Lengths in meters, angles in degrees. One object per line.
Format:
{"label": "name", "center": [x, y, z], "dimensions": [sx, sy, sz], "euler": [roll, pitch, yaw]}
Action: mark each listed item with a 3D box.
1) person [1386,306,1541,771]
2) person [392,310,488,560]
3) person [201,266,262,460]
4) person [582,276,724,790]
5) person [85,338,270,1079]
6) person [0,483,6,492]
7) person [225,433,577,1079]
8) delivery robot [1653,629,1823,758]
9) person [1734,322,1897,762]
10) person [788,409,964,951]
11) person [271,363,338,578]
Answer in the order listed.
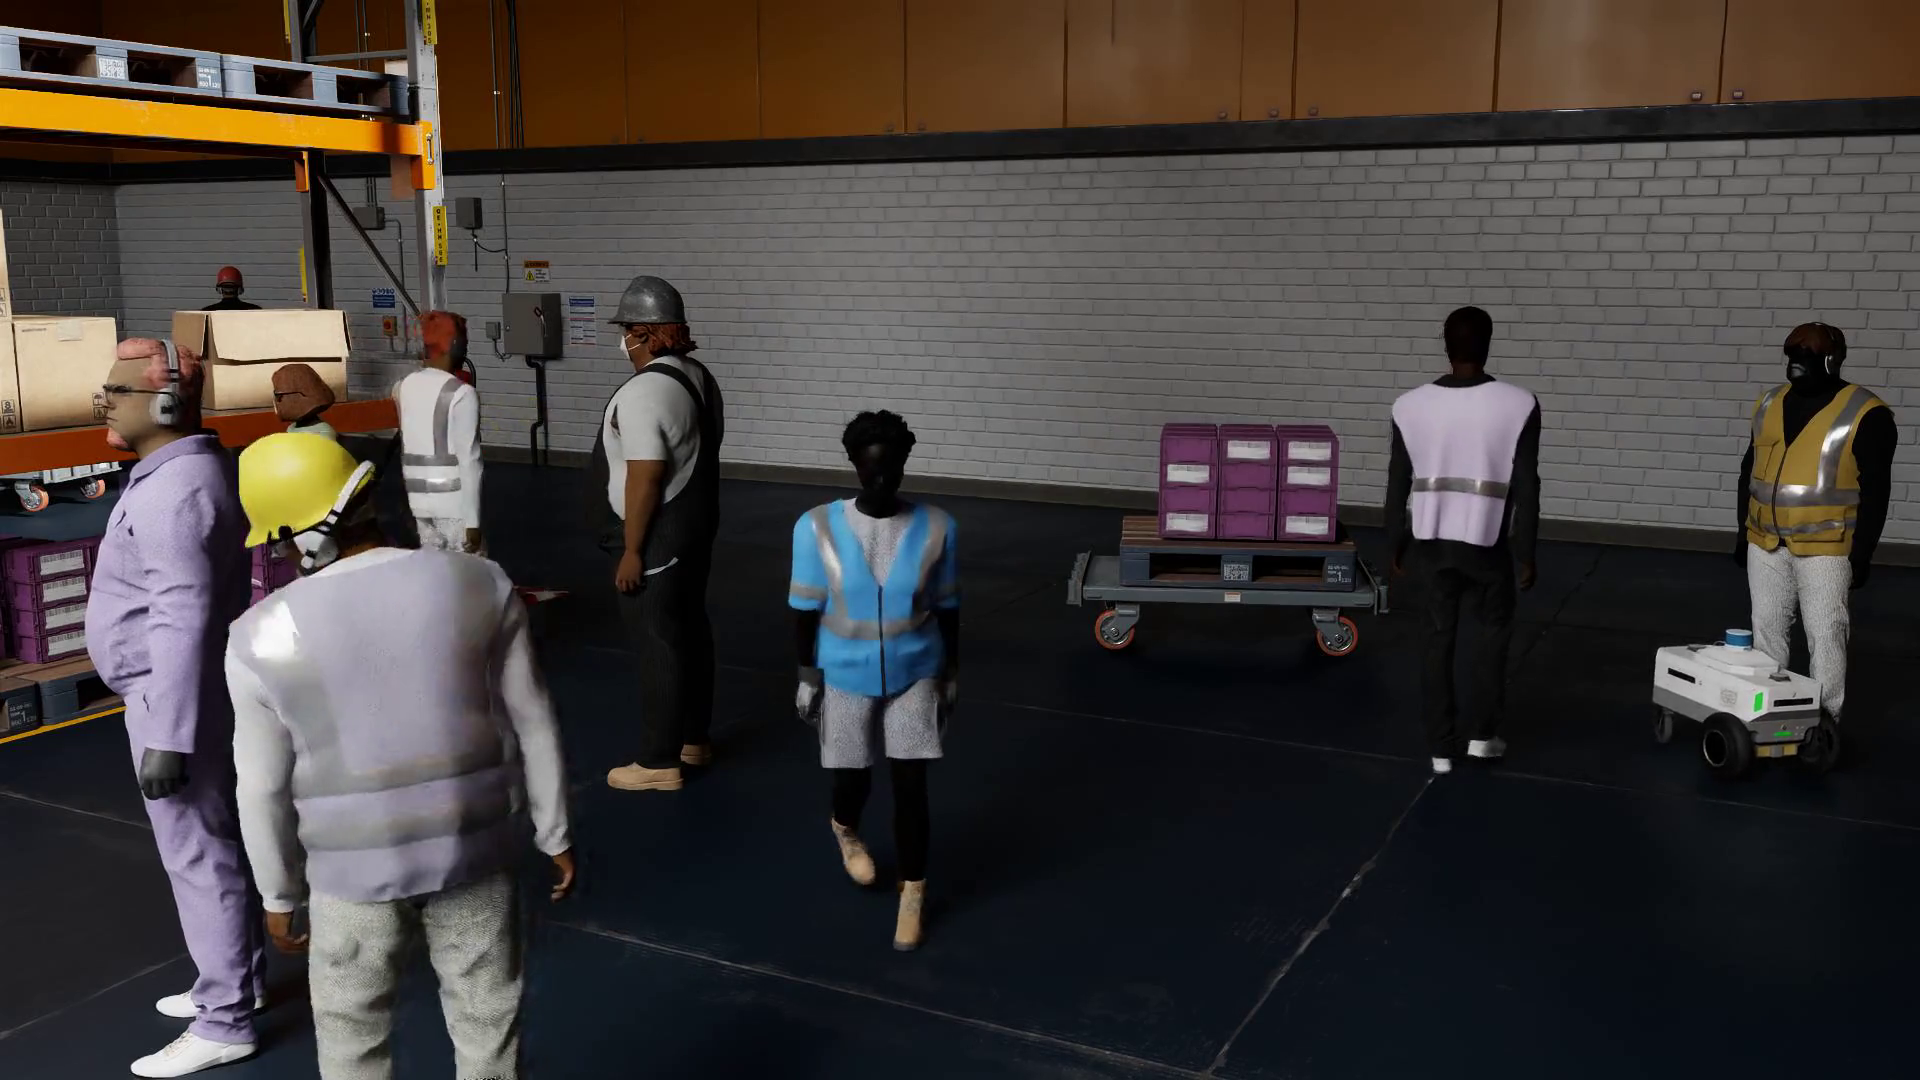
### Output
{"label": "person", "center": [2.077, -0.004, 6.872], "dimensions": [0.631, 1.904, 0.591], "euler": [5, 11, 27]}
{"label": "person", "center": [-2.487, -0.149, 7.848], "dimensions": [0.587, 1.865, 0.679], "euler": [7, 12, 34]}
{"label": "person", "center": [-6.946, -1.619, 15.977], "dimensions": [0.611, 1.996, 0.379], "euler": [-5, 11, -25]}
{"label": "person", "center": [-1.240, -0.032, 6.663], "dimensions": [0.538, 2.000, 0.688], "euler": [2, 10, 13]}
{"label": "person", "center": [-2.047, 0.434, 4.353], "dimensions": [0.405, 1.908, 0.659], "euler": [-3, 10, -15]}
{"label": "person", "center": [-8.771, -1.386, 14.828], "dimensions": [0.384, 1.924, 0.594], "euler": [-6, 12, -32]}
{"label": "person", "center": [-1.102, 0.658, 3.448], "dimensions": [0.702, 1.783, 0.406], "euler": [-4, 11, -23]}
{"label": "delivery robot", "center": [3.232, 0.615, 6.940], "dimensions": [0.477, 0.478, 0.707], "euler": [-2, 10, -12]}
{"label": "person", "center": [3.532, 0.012, 6.985], "dimensions": [0.429, 1.841, 0.634], "euler": [-5, 11, -29]}
{"label": "person", "center": [-0.261, 0.404, 5.186], "dimensions": [0.550, 1.666, 0.563], "euler": [-1, 10, -7]}
{"label": "person", "center": [-2.949, 0.012, 7.583], "dimensions": [0.284, 1.633, 0.498], "euler": [-8, 13, -40]}
